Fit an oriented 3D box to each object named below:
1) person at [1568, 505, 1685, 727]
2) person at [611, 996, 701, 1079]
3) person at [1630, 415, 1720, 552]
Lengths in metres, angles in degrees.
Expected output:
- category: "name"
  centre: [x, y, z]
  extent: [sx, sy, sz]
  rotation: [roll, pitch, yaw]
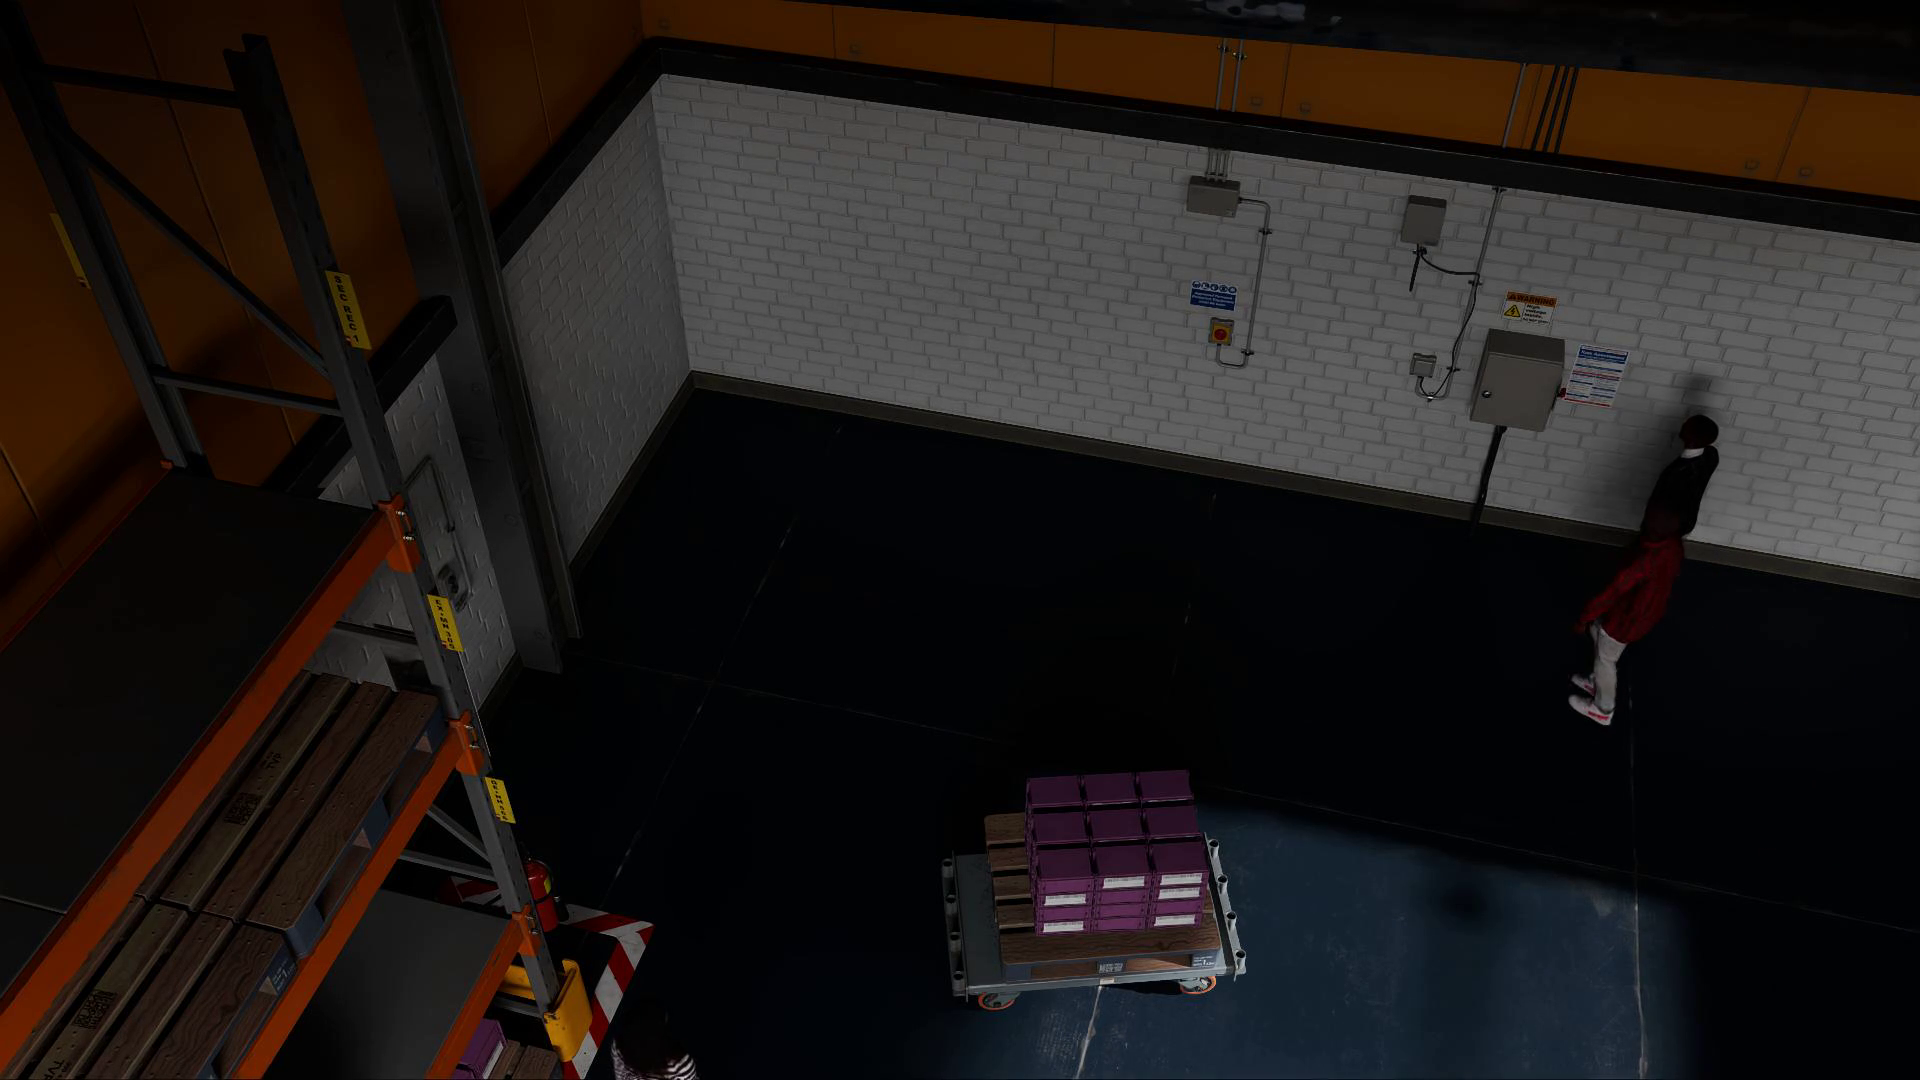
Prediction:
- category: "person"
  centre: [4.244, 0.521, 10.412]
  extent: [0.783, 1.807, 0.862]
  rotation: [-28, 50, -26]
- category: "person"
  centre: [-1.433, 2.760, 8.070]
  extent: [0.593, 1.796, 0.471]
  rotation: [10, 45, 10]
- category: "person"
  centre: [4.703, -0.084, 11.039]
  extent: [0.714, 1.820, 0.803]
  rotation: [-28, 50, -26]
